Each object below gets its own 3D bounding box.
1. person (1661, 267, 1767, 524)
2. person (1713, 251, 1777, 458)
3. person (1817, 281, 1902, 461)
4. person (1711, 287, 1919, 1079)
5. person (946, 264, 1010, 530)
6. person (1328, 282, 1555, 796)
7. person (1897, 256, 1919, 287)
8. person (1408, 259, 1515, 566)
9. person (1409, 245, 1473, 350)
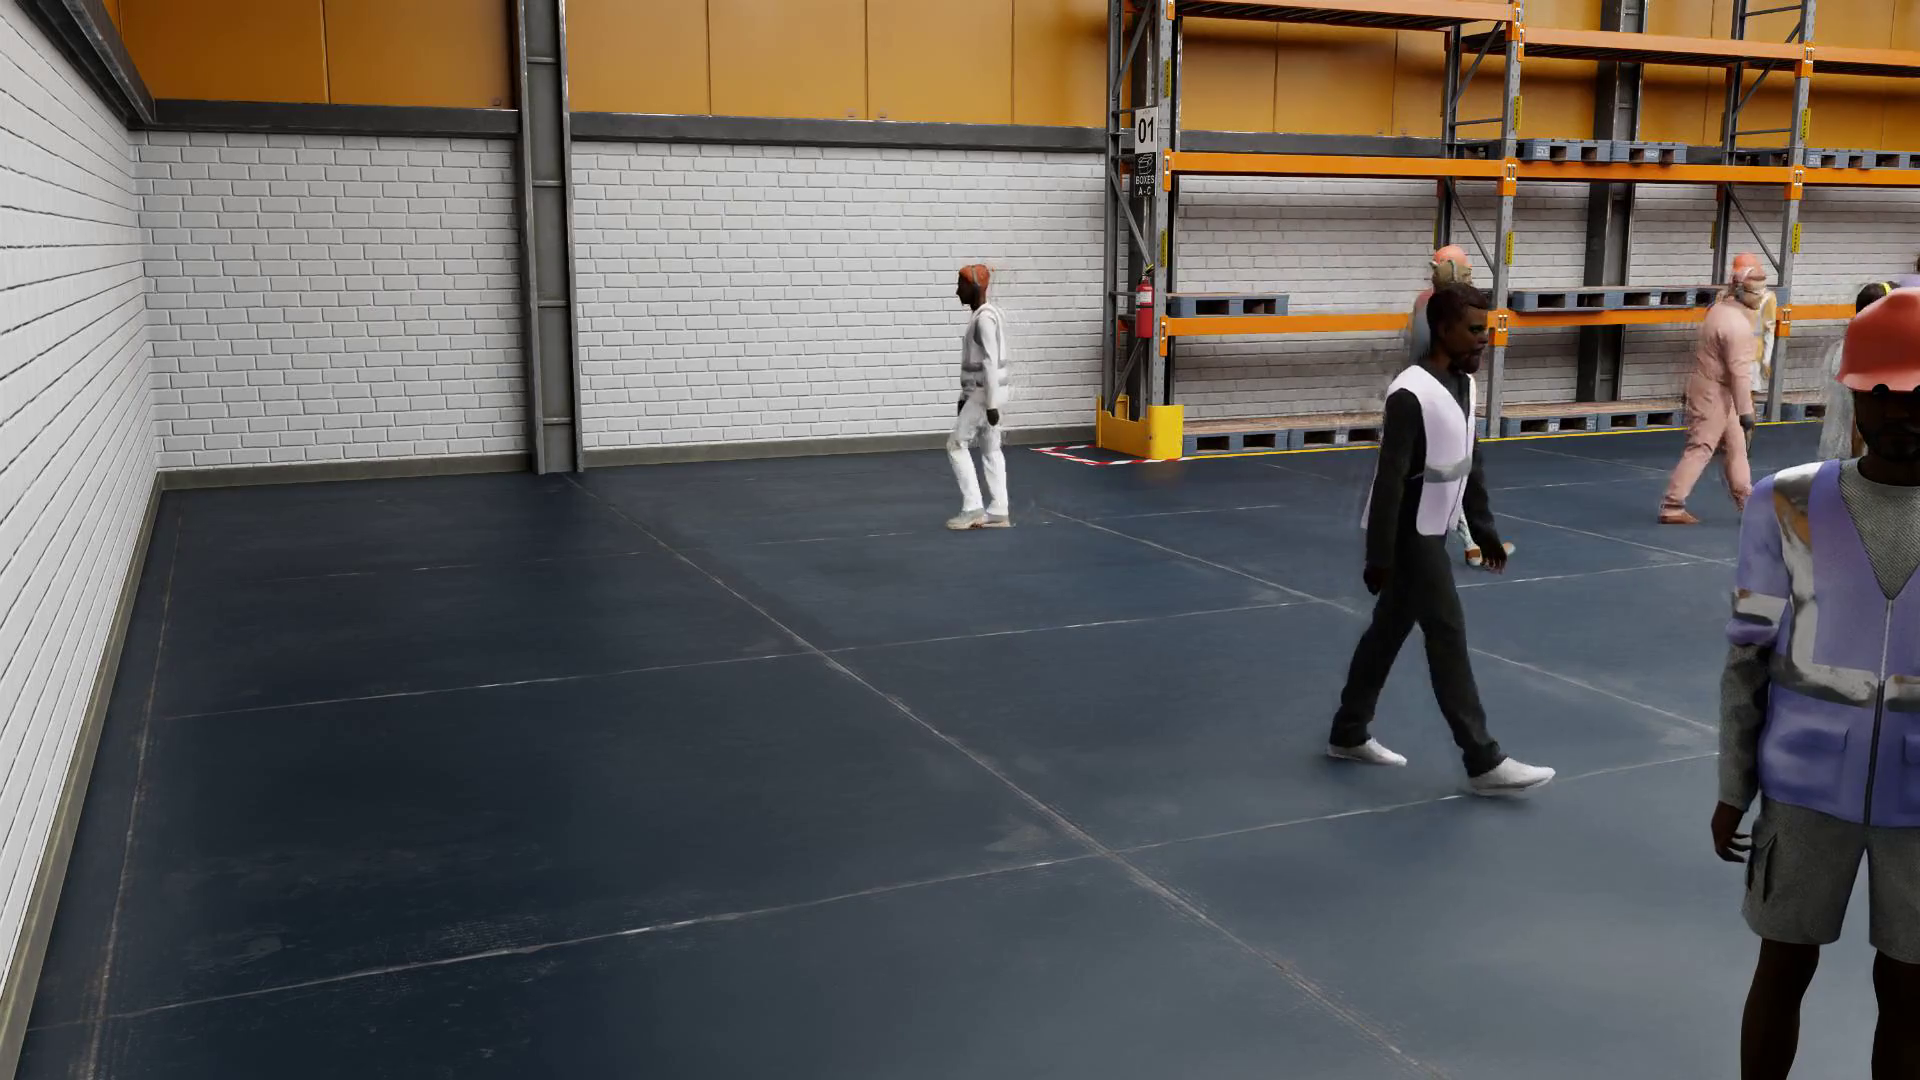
[{"bbox_3d":[5.433,-0.987,11.721,0.845,1.847,0.708,4,11,22],"label":"person"},{"bbox_3d":[7.317,-1.732,15.605,0.551,1.933,0.377,8,13,36],"label":"person"},{"bbox_3d":[4.622,-0.395,8.485,0.991,1.822,0.538,1,10,5],"label":"person"},{"bbox_3d":[1.763,0.487,3.233,0.552,1.937,0.356,5,11,27],"label":"person"},{"bbox_3d":[0.093,-0.998,11.711,0.596,1.863,0.577,1,10,5],"label":"person"},{"bbox_3d":[1.811,-0.004,6.182,0.955,1.868,0.600,6,12,31],"label":"person"},{"bbox_3d":[10.342,-2.119,17.793,0.738,1.918,0.655,-4,11,-23],"label":"person"},{"bbox_3d":[3.050,-0.744,10.171,0.931,1.903,0.659,1,10,5],"label":"person"},{"bbox_3d":[3.744,-1.285,12.954,0.396,1.990,0.621,-3,11,-17],"label":"person"}]
